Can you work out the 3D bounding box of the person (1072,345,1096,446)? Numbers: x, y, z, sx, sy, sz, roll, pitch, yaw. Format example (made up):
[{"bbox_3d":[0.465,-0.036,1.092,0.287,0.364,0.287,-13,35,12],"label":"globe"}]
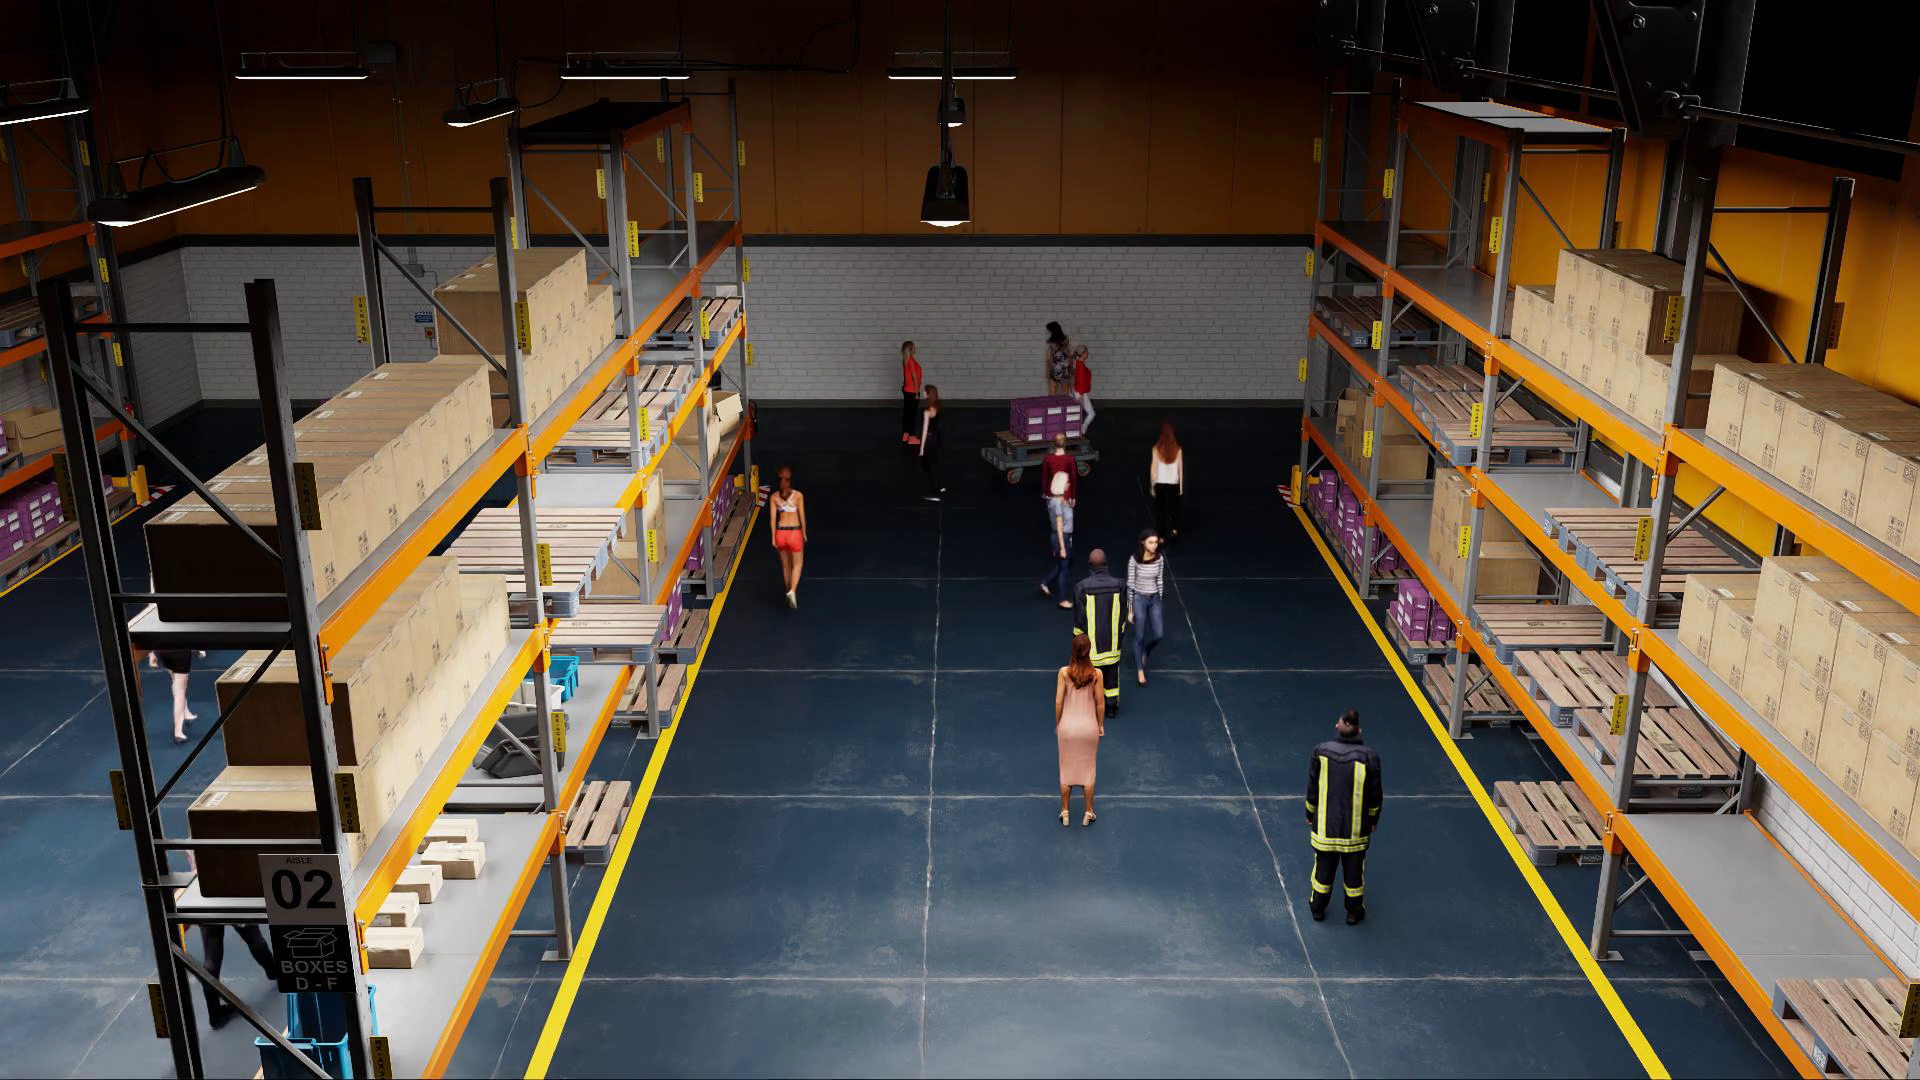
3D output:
[{"bbox_3d":[1.879,-2.328,26.995,0.660,1.680,0.574,-2,19,-6],"label":"person"}]

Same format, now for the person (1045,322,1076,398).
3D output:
[{"bbox_3d":[1.780,-2.921,28.697,0.780,1.717,0.643,-2,19,-5],"label":"person"}]

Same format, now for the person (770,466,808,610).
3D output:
[{"bbox_3d":[-2.045,0.007,19.908,0.571,1.779,0.873,0,19,0],"label":"person"}]

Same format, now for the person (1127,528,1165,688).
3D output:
[{"bbox_3d":[1.937,0.698,17.851,0.698,1.782,0.755,-6,20,-17],"label":"person"}]

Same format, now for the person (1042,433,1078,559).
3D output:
[{"bbox_3d":[1.291,-0.553,21.725,0.668,1.681,0.865,2,19,5],"label":"person"}]

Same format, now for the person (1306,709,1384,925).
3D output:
[{"bbox_3d":[3.051,2.187,13.306,0.838,1.861,0.803,5,19,16],"label":"person"}]

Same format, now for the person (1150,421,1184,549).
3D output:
[{"bbox_3d":[2.752,-0.699,22.119,0.586,1.706,0.741,0,19,0],"label":"person"}]

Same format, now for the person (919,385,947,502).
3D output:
[{"bbox_3d":[-0.321,-1.403,24.156,0.766,1.740,0.685,6,20,18],"label":"person"}]

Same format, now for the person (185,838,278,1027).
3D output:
[{"bbox_3d":[-5.399,2.727,12.034,0.752,1.649,1.090,4,19,12],"label":"person"}]

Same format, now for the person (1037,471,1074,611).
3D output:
[{"bbox_3d":[1.144,0.001,20.036,0.705,1.709,0.702,3,19,10],"label":"person"}]

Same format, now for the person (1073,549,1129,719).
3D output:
[{"bbox_3d":[1.428,0.956,17.024,0.799,1.820,0.745,-4,19,-12],"label":"person"}]

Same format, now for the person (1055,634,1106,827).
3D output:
[{"bbox_3d":[1.056,1.690,14.828,0.618,1.832,0.542,2,19,7],"label":"person"}]

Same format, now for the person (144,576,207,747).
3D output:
[{"bbox_3d":[-7.778,1.175,16.395,0.602,1.807,0.853,0,19,1],"label":"person"}]

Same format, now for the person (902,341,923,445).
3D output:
[{"bbox_3d":[-0.816,-2.435,27.289,0.723,1.695,0.592,-7,20,-21],"label":"person"}]
